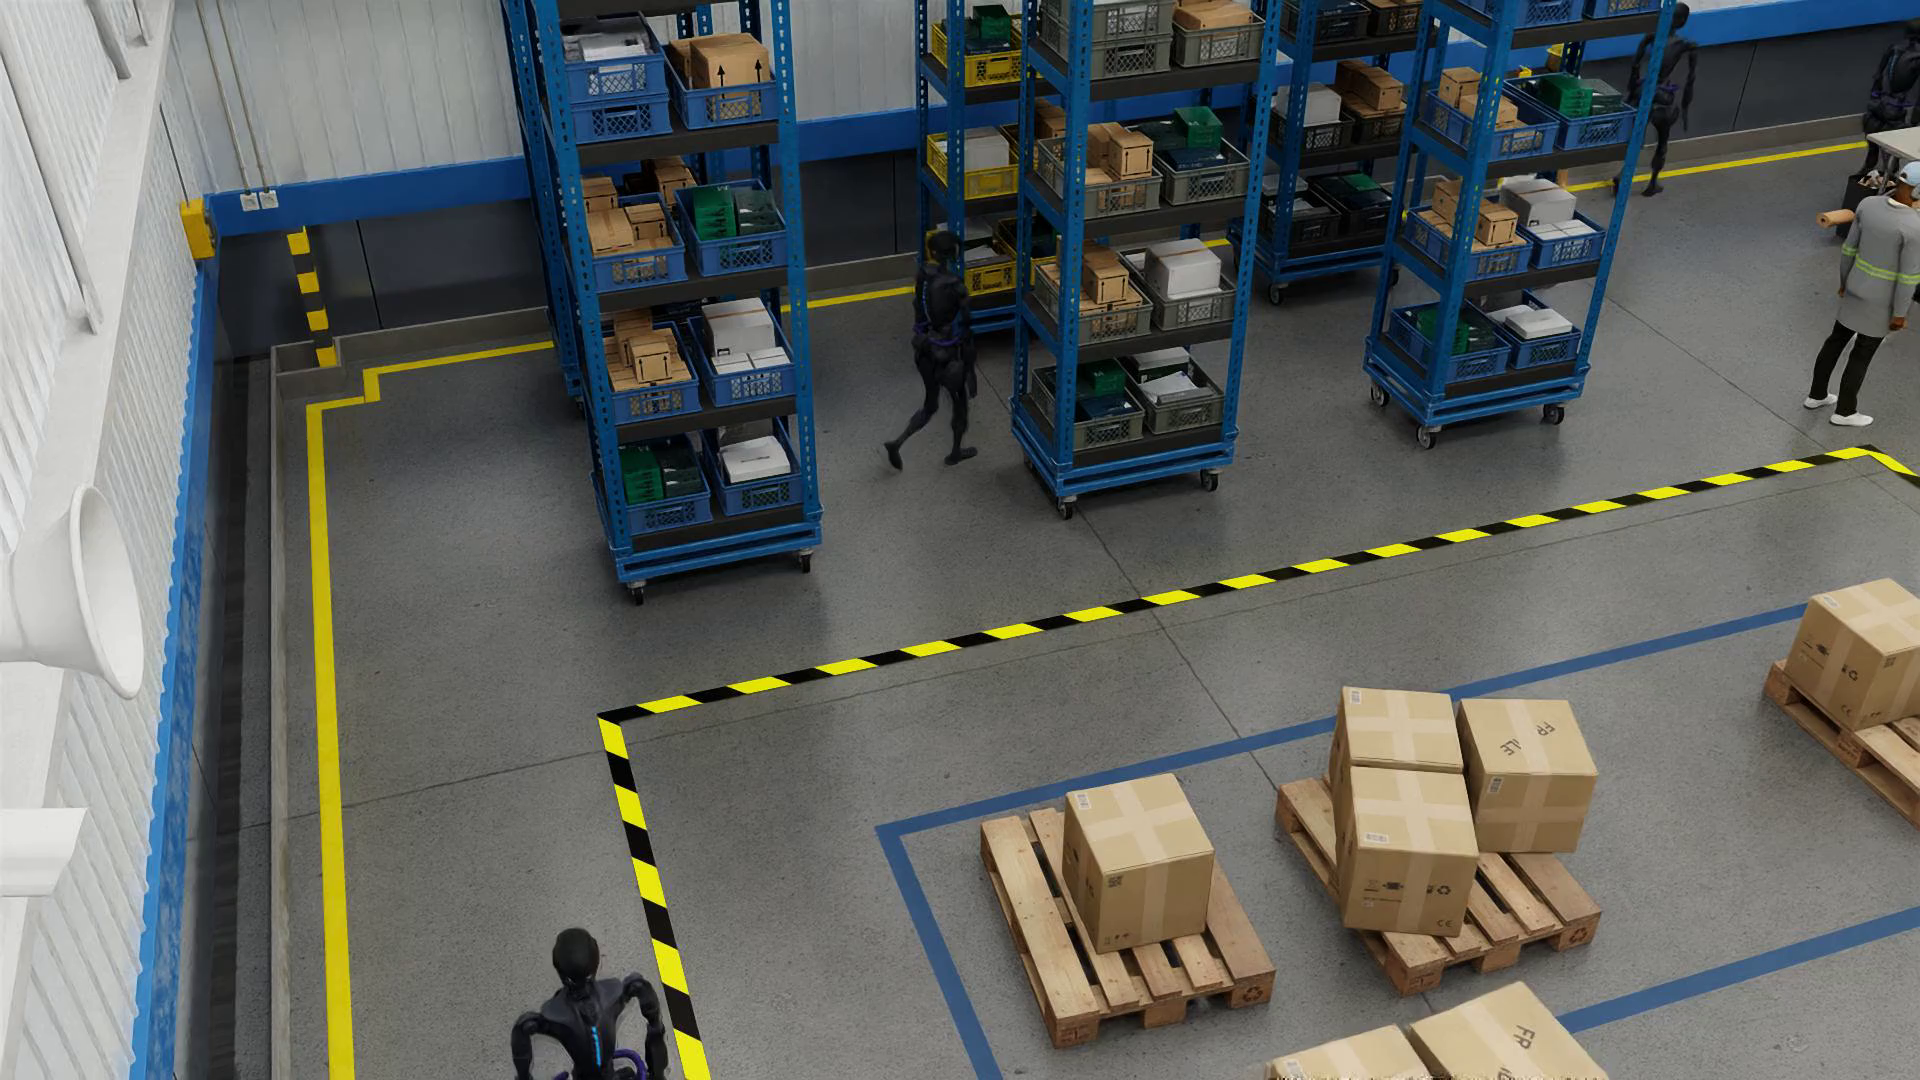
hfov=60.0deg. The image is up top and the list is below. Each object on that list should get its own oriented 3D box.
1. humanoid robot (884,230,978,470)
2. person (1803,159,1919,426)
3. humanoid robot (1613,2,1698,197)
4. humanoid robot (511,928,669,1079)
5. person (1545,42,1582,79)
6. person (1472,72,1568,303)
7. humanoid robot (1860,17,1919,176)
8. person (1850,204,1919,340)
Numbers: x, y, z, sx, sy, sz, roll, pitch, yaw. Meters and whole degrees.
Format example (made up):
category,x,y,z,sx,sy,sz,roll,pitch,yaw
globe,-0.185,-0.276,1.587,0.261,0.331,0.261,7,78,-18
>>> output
category,x,y,z,sx,sy,sz,roll,pitch,yaw
humanoid robot,-0.167,-1.164,10.496,0.633,1.630,0.616,-24,42,-30
person,6.056,-1.630,10.996,0.397,1.848,0.587,-10,37,-14
humanoid robot,5.894,-3.709,14.099,0.485,1.627,0.610,-27,43,-33
humanoid robot,-1.318,2.030,6.001,0.594,1.629,0.781,-18,39,-24
person,4.664,-3.154,13.246,0.295,1.743,0.486,26,42,31
person,4.276,-2.606,12.415,0.923,1.801,0.578,-12,37,-16
humanoid robot,7.758,-3.529,13.832,0.374,1.643,0.601,-9,36,-13
person,6.920,-2.154,11.753,0.810,1.831,0.524,13,37,17
